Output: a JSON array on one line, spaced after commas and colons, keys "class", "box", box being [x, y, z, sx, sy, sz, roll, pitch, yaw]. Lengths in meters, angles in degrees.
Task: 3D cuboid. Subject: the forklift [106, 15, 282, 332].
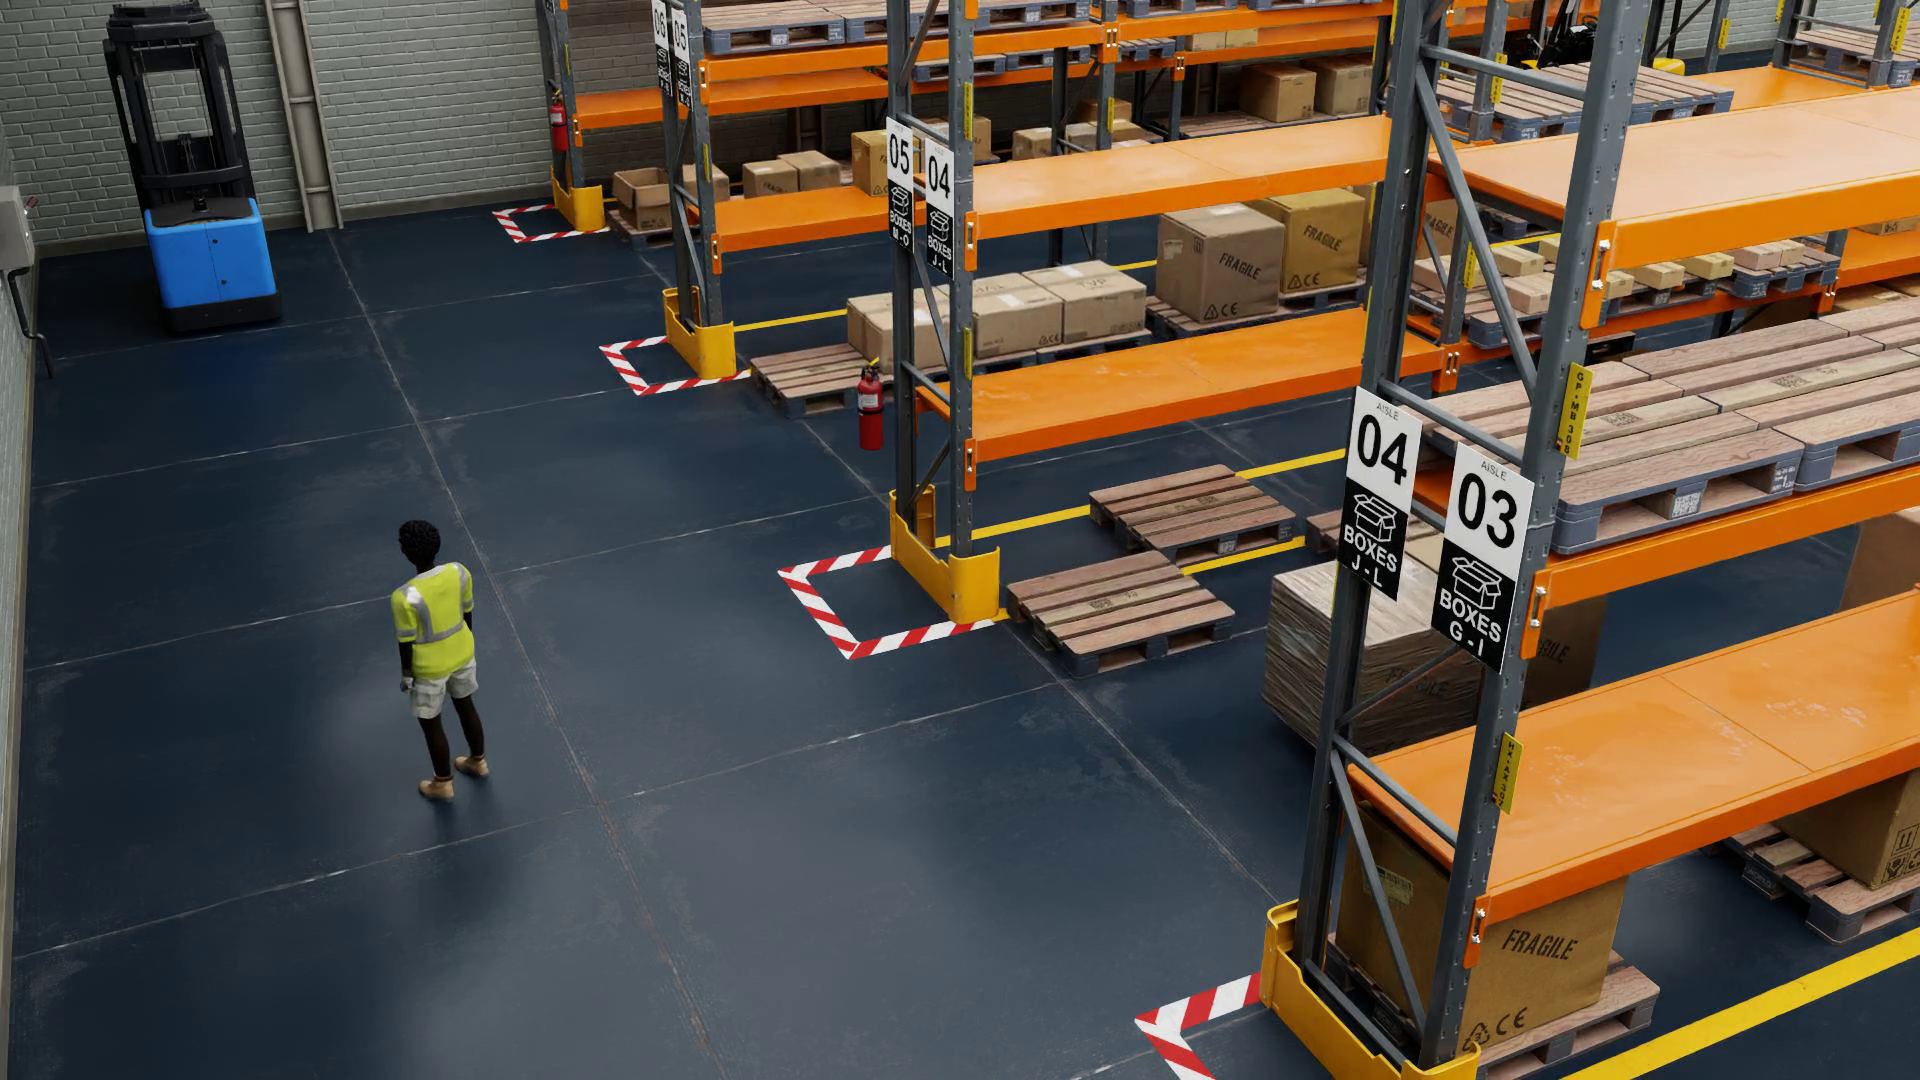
[{"class": "forklift", "box": [-7.548, -3.672, 16.323, 1.129, 2.768, 1.873, -12, 30, -22]}]

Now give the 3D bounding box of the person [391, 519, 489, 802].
[{"class": "person", "box": [-2.898, 0.665, 9.291, 0.319, 1.685, 0.537, 15, 31, 27]}]

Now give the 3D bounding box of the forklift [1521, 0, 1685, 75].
[{"class": "forklift", "box": [8.950, -6.807, 23.056, 1.214, 2.155, 2.313, -12, 30, -22]}]
